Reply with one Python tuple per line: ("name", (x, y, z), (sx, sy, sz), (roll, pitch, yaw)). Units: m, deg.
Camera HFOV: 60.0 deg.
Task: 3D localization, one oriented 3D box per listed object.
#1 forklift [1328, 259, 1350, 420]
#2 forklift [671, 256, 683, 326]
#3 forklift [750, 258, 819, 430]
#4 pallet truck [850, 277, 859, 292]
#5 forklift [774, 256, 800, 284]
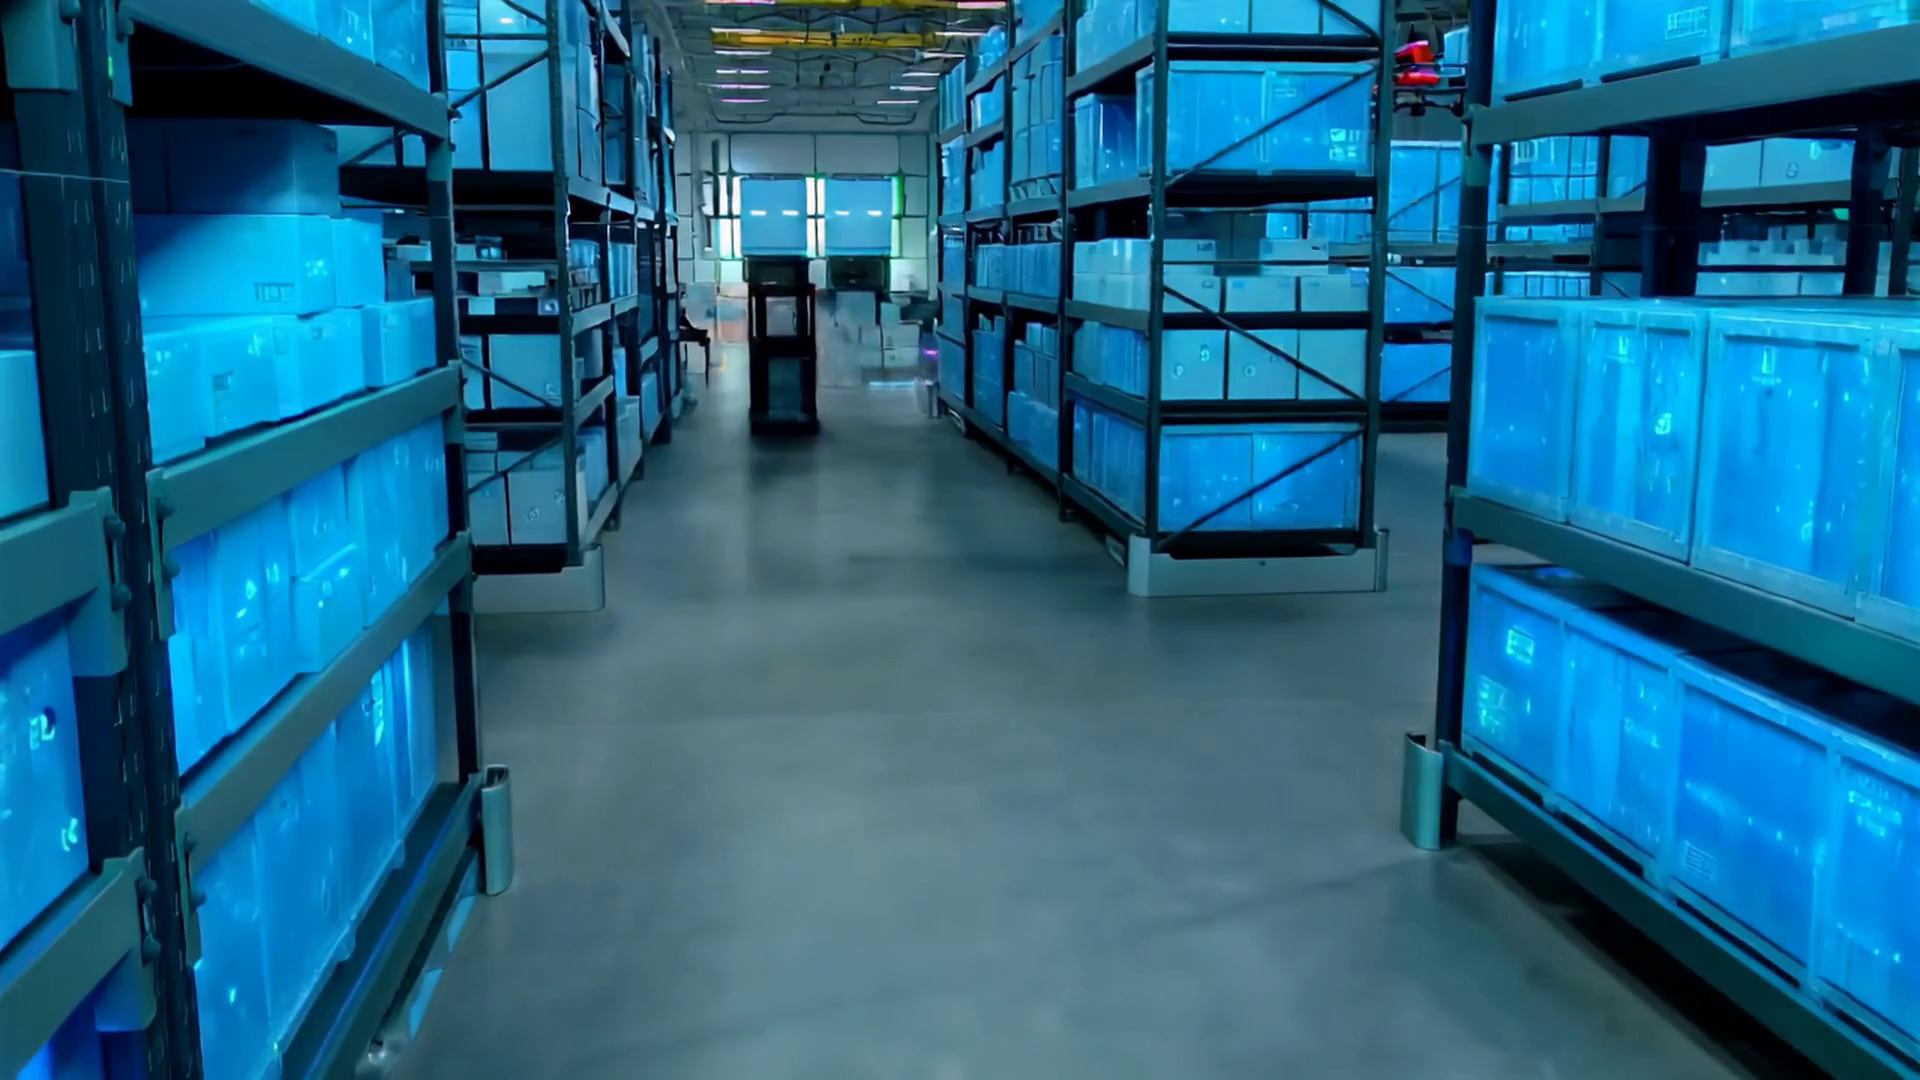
("forklift", (4.701, -2.373, 22.383), (1.129, 2.768, 1.873), (2, 10, 10))
("forklift", (-11.356, -9.574, 64.303), (1.129, 2.768, 1.873), (-1, 10, -7))
("forklift", (-2.978, -3.311, 27.840), (1.129, 2.768, 1.873), (-1, 10, -7))
("pallet truck", (-3.782, -9.391, 65.808), (1.885, 1.965, 0.823), (2, 10, 10))
("forklift", (-6.241, -8.864, 60.169), (1.129, 2.768, 1.873), (-7, 12, -35))
